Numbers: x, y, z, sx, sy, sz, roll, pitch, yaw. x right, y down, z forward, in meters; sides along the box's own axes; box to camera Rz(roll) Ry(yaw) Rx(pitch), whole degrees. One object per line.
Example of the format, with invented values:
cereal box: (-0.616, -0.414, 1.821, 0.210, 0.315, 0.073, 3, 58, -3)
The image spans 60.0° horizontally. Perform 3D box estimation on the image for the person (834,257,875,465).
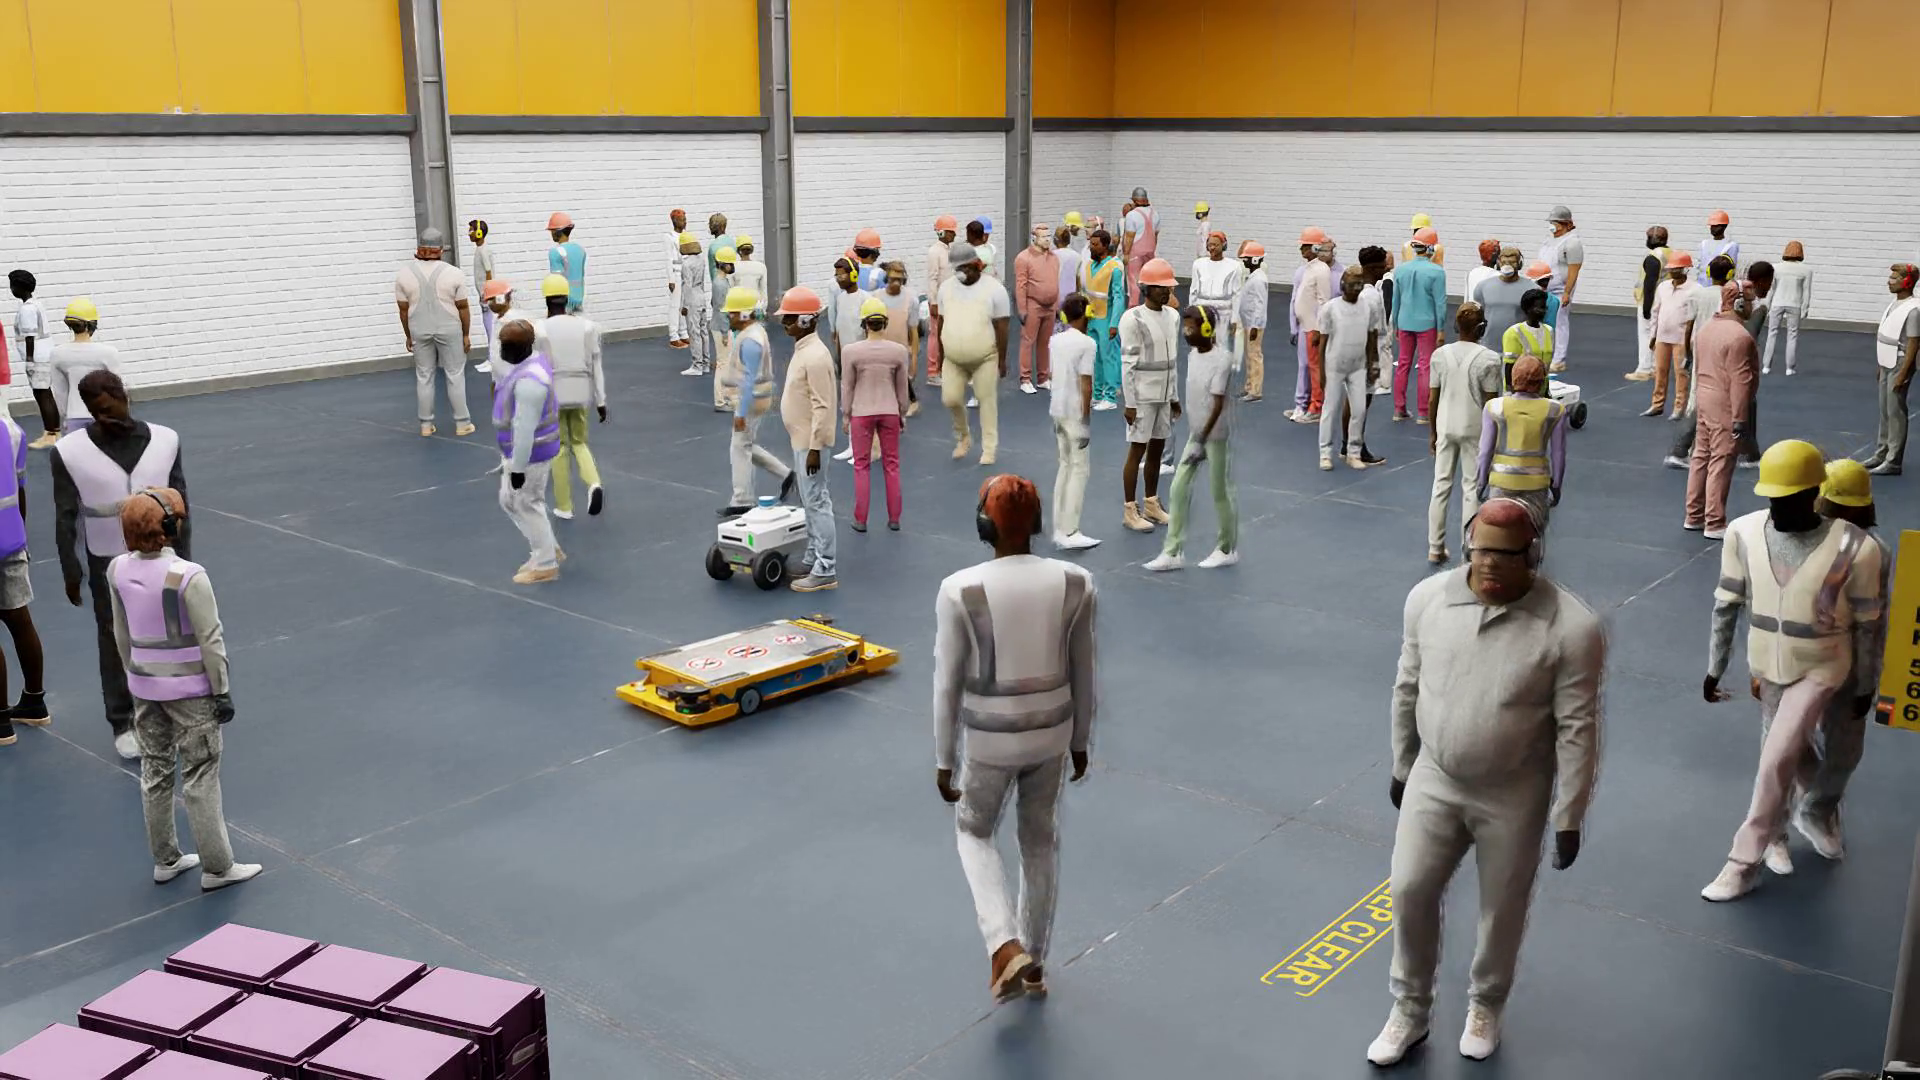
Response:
person: (-0.967, -1.617, 15.020, 0.348, 1.855, 0.534, -11, 18, -38)

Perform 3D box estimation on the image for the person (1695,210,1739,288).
person: (9.647, -3.242, 21.334, 0.361, 1.939, 0.543, -8, 16, -30)

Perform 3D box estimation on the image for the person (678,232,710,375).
person: (-3.282, -2.894, 20.358, 0.309, 1.736, 0.485, 4, 15, 16)

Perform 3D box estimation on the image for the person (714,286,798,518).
person: (-1.603, -1.065, 12.905, 0.621, 1.805, 0.615, -2, 14, -7)

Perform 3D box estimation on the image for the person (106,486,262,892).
person: (-3.106, 0.598, 6.591, 0.513, 1.645, 0.307, 5, 15, 20)

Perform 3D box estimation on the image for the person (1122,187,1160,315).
person: (2.839, -4.624, 26.650, 0.688, 2.000, 0.536, -11, 18, -36)

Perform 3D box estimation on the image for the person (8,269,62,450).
person: (-8.724, -1.707, 15.714, 0.319, 1.687, 0.539, -5, 15, -19)

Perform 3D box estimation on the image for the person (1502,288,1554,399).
person: (4.712, -1.241, 13.830, 0.531, 1.697, 0.320, -8, 16, -28)

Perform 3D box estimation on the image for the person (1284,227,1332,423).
person: (3.594, -2.201, 17.058, 0.382, 1.996, 0.608, -1, 14, -5)

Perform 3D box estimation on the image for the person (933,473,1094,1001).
person: (0.199, 0.703, 5.700, 0.592, 1.869, 0.494, -4, 15, -16)

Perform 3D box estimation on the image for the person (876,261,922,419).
person: (-0.703, -2.029, 17.073, 0.867, 1.654, 0.557, -11, 17, -36)

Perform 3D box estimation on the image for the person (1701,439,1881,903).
person: (3.382, 0.475, 6.691, 1.019, 1.854, 0.598, -10, 17, -34)

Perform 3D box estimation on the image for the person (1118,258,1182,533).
person: (1.456, -1.085, 12.507, 0.377, 2.044, 0.608, 14, 19, 43)

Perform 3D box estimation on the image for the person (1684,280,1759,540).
person: (5.648, -0.956, 12.266, 0.409, 1.908, 0.639, -1, 14, -2)

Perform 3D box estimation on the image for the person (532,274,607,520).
person: (-3.004, -1.076, 12.744, 0.618, 1.907, 0.554, -9, 17, -32)

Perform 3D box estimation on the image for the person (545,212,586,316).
person: (-4.505, -2.703, 18.973, 0.380, 2.040, 0.615, 5, 15, 19)

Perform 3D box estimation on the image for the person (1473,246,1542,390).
person: (4.970, -1.715, 15.235, 0.628, 1.940, 0.373, 6, 15, 22)

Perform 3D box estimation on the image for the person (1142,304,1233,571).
person: (1.581, -0.666, 11.265, 0.843, 1.825, 0.480, -8, 16, -30)

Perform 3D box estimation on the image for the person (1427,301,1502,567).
person: (3.453, -0.711, 11.413, 0.508, 1.846, 0.345, 11, 18, 37)

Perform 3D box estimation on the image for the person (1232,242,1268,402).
person: (3.215, -2.405, 18.364, 0.327, 1.752, 0.563, 0, 14, 1)

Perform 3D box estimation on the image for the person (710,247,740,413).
person: (-2.486, -2.230, 17.668, 0.342, 1.756, 0.532, -2, 14, -6)

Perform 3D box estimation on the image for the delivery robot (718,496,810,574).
delivery robot: (-1.298, -0.053, 11.201, 0.477, 0.478, 0.707, 10, 17, 33)

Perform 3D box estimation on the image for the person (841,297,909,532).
person: (-0.640, -0.935, 12.488, 0.518, 1.756, 0.345, -4, 15, -17)

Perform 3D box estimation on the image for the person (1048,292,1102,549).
person: (0.829, -0.862, 12.050, 0.457, 1.830, 0.667, -9, 16, -31)

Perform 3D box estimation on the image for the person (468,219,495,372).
person: (-5.890, -3.018, 20.579, 0.330, 1.874, 0.518, -5, 15, -18)

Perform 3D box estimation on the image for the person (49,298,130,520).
person: (-6.414, -0.901, 12.332, 0.524, 1.769, 0.308, -1, 14, -2)

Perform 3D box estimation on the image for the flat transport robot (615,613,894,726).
flat transport robot: (-1.095, 0.679, 9.050, 0.652, 0.197, 1.431, 13, 19, 42)

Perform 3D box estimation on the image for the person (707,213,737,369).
person: (-2.969, -3.105, 20.788, 0.376, 1.940, 0.627, 3, 14, 11)

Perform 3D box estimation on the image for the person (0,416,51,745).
person: (-4.818, 0.041, 8.175, 0.369, 1.958, 0.602, 2, 14, 10)

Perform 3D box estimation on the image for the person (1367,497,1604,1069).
person: (1.632, 0.806, 5.256, 0.676, 1.884, 0.700, 9, 17, 32)

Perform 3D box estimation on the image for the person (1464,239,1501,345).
person: (5.347, -2.113, 16.936, 0.355, 1.885, 0.576, -5, 15, -20)

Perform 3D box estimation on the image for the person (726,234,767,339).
person: (-2.519, -2.709, 19.580, 0.515, 1.759, 0.334, -6, 15, -24)

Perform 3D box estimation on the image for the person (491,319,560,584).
person: (-2.855, -0.568, 10.955, 0.432, 1.800, 0.697, -5, 15, -19)

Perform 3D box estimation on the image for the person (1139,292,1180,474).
person: (1.755, -1.393, 14.568, 0.283, 1.633, 0.500, -3, 14, -10)

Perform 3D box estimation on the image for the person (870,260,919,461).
person: (-0.633, -1.617, 15.098, 0.540, 1.810, 0.766, -1, 14, -5)
